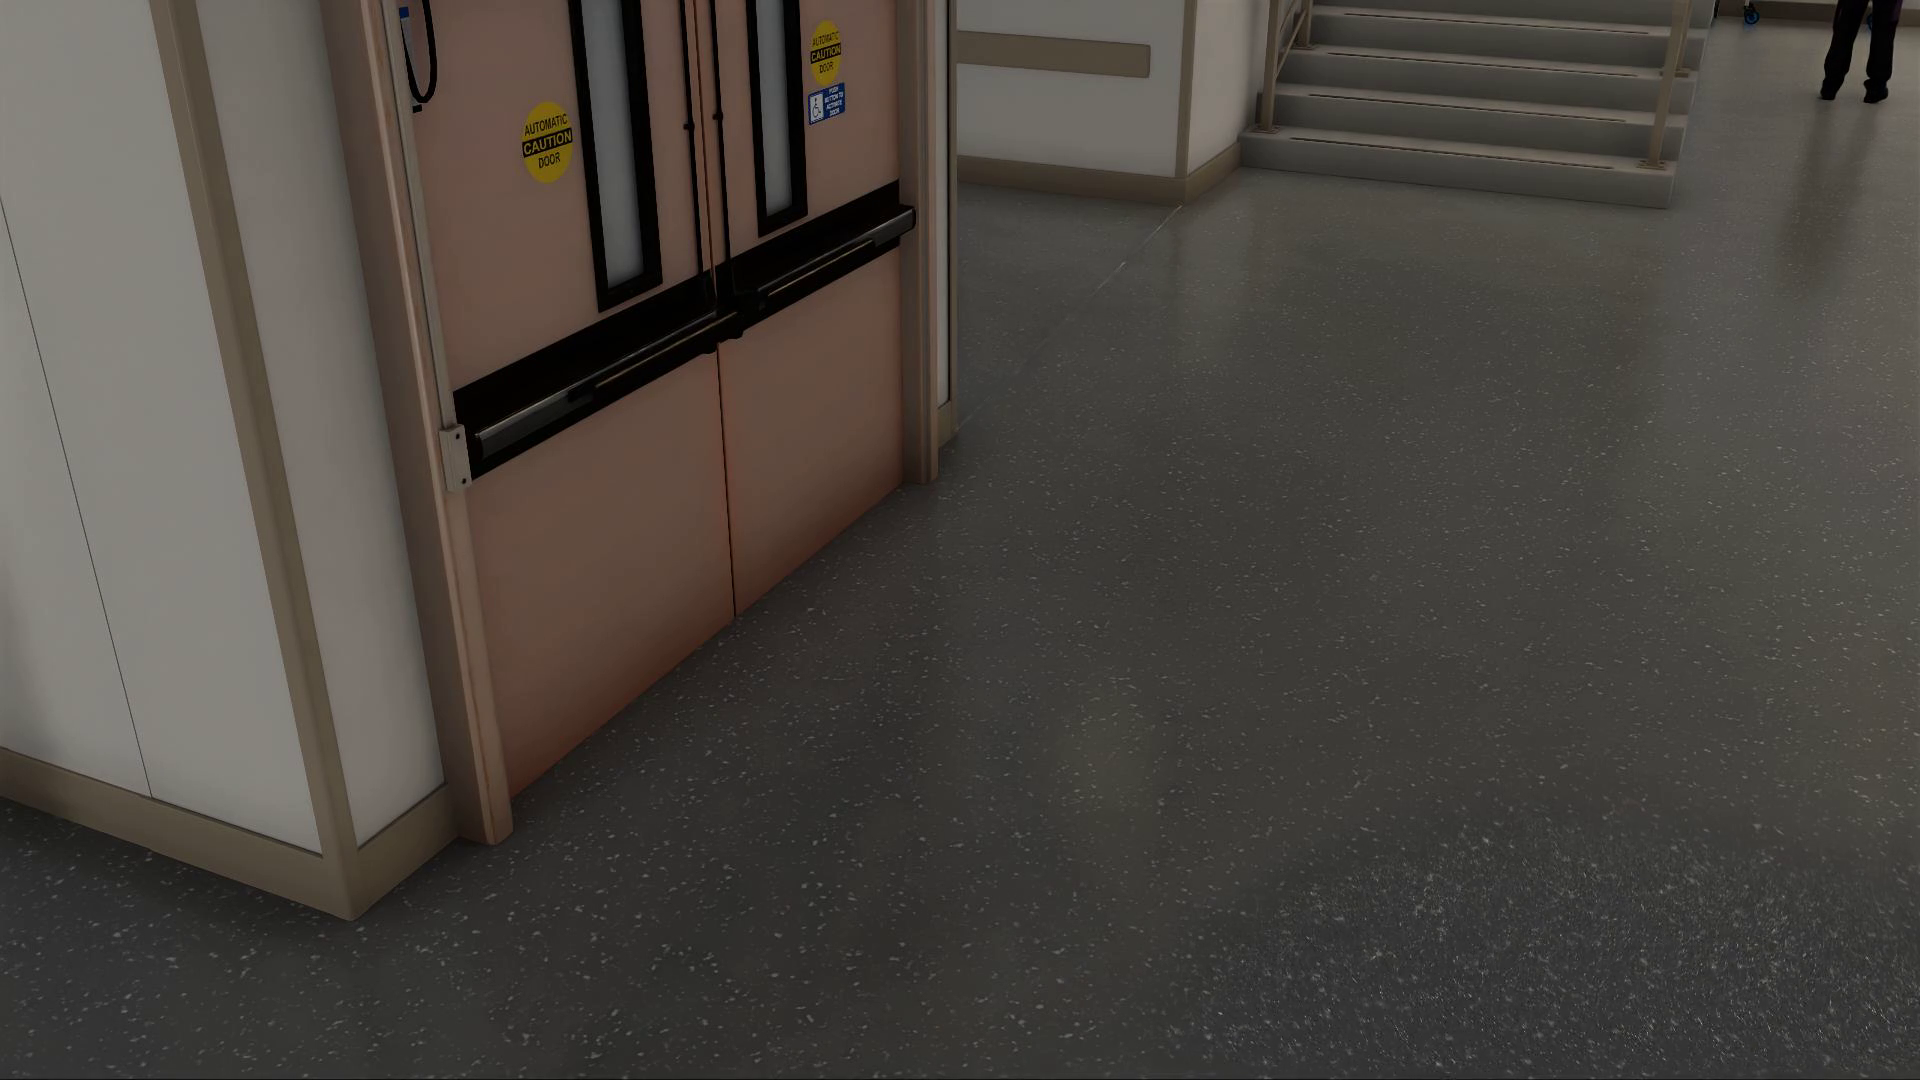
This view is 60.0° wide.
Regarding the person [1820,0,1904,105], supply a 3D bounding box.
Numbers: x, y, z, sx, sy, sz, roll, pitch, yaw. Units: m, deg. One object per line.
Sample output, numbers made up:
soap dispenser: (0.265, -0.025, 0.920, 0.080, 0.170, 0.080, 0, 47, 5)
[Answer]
person: (6.776, -4.227, 12.270, 0.717, 1.911, 0.626, 16, 30, 29)
